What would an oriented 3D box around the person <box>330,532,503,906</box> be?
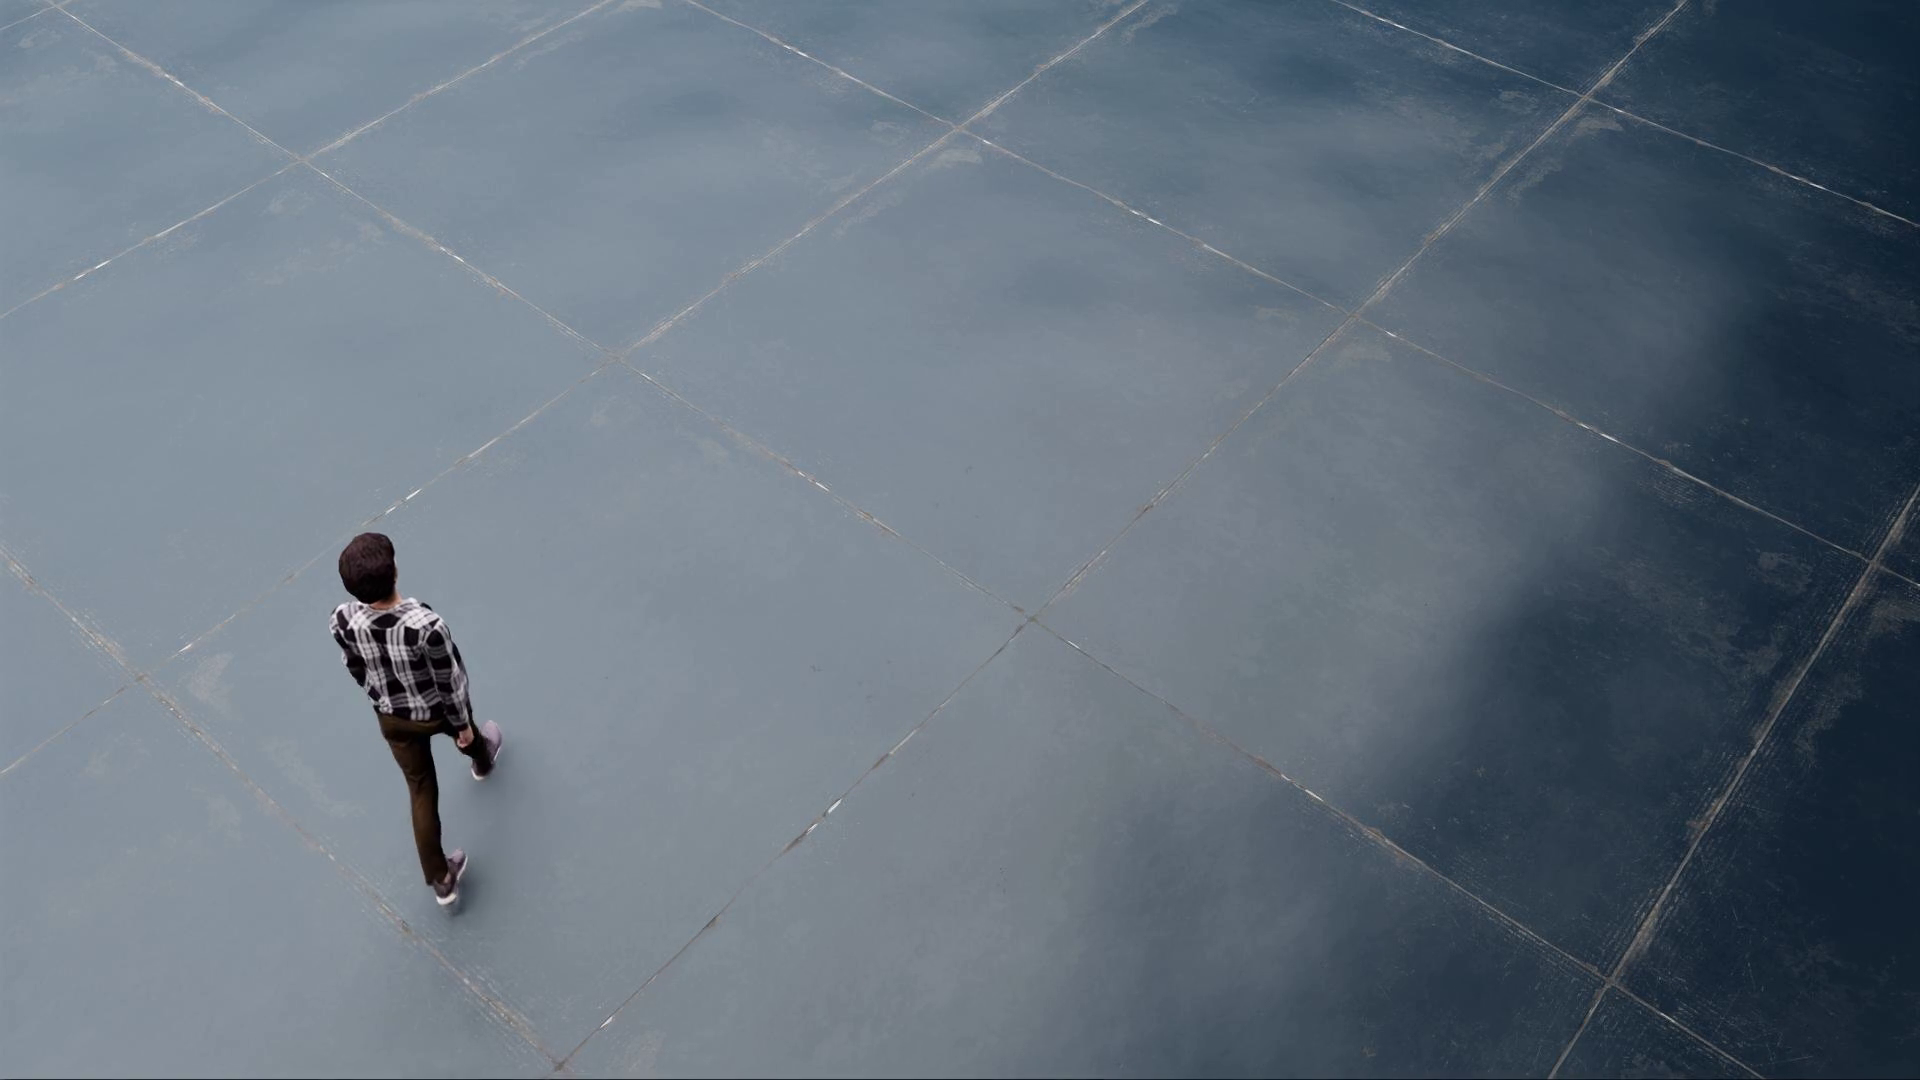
[{"bbox_3d":[-2.153,0.733,6.570,1.102,1.760,1.238,1,47,1],"label":"person"}]
